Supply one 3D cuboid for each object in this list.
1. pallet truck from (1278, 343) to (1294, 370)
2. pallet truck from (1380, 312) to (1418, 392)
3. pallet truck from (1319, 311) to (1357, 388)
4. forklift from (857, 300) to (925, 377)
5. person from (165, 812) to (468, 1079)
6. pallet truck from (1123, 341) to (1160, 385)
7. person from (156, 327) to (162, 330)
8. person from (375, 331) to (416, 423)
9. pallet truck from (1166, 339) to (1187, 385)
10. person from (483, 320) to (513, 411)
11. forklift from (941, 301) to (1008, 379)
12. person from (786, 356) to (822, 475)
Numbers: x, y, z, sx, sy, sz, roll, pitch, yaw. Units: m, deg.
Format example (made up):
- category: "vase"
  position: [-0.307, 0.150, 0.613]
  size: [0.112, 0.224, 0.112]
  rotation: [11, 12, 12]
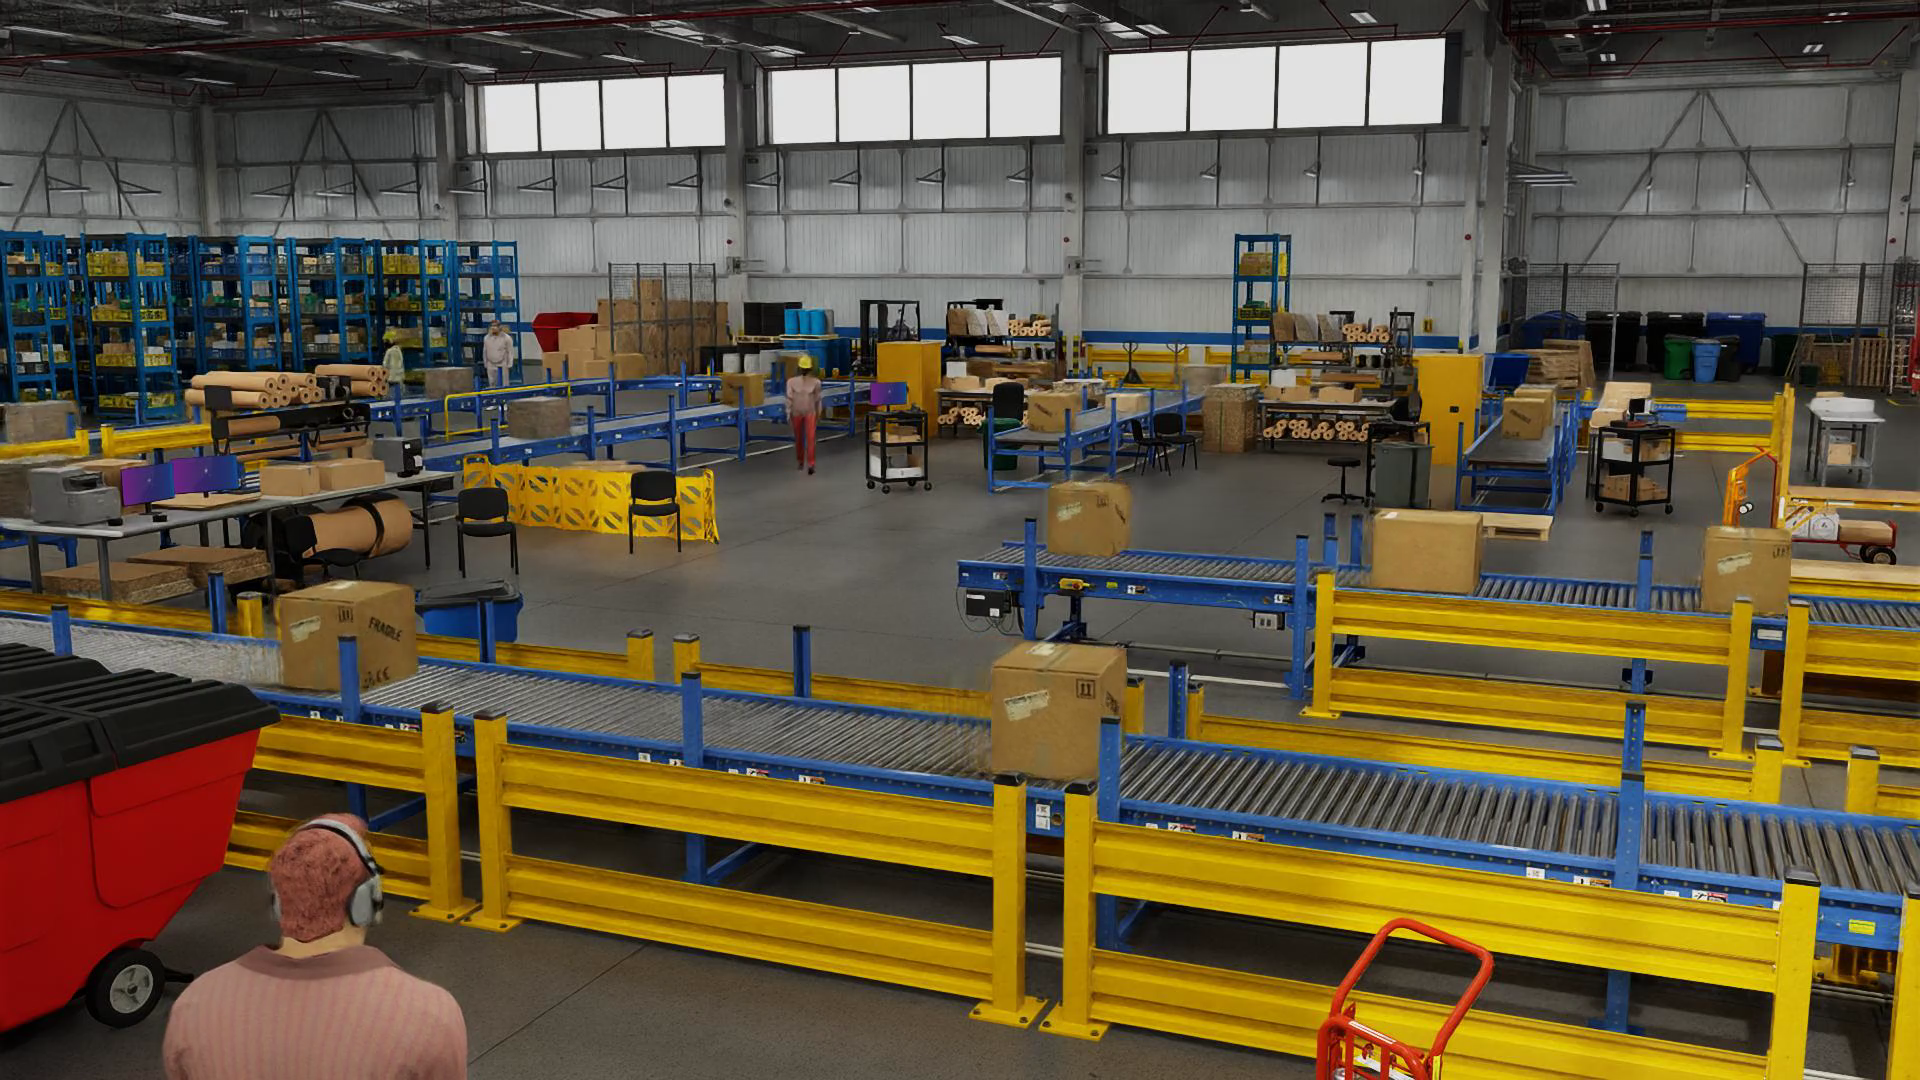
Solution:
- category: "pallet truck"
  position: [7.886, -4.163, 39.743]
  size: [0.653, 1.274, 1.630]
  rotation: [4, 10, 22]
- category: "pallet truck"
  position: [10.207, -4.283, 38.369]
  size: [0.823, 1.965, 1.885]
  rotation: [3, 10, 20]
- category: "pallet truck"
  position: [9.071, -4.419, 39.190]
  size: [0.823, 1.965, 1.885]
  rotation: [5, 10, 26]
- category: "forklift"
  position: [-1.732, -5.109, 42.468]
  size: [1.157, 1.987, 2.680]
  rotation: [4, 10, 22]
- category: "person"
  position: [-1.316, 1.515, 3.554]
  size: [0.640, 1.899, 0.395]
  rotation: [1, 9, 5]
- category: "pallet truck"
  position: [4.445, -4.380, 41.279]
  size: [0.680, 1.201, 1.601]
  rotation: [4, 10, 22]
- category: "person"
  position: [-17.909, -4.013, 37.249]
  size: [0.575, 1.830, 0.410]
  rotation: [-7, 11, -34]
- category: "person"
  position: [-10.977, -3.137, 32.068]
  size: [0.917, 1.780, 0.618]
  rotation: [-5, 11, -29]
- category: "pallet truck"
  position: [5.418, -4.269, 40.420]
  size: [0.704, 1.261, 1.522]
  rotation: [3, 10, 20]
- category: "person"
  position: [-9.679, -3.653, 34.824]
  size: [0.643, 1.910, 0.400]
  rotation: [1, 9, 8]
- category: "forklift"
  position: [0.365, -4.966, 41.571]
  size: [1.157, 1.987, 2.680]
  rotation: [3, 10, 20]
- category: "person"
  position: [-2.285, -1.833, 24.380]
  size: [0.526, 1.720, 0.925]
  rotation: [0, 9, -3]
